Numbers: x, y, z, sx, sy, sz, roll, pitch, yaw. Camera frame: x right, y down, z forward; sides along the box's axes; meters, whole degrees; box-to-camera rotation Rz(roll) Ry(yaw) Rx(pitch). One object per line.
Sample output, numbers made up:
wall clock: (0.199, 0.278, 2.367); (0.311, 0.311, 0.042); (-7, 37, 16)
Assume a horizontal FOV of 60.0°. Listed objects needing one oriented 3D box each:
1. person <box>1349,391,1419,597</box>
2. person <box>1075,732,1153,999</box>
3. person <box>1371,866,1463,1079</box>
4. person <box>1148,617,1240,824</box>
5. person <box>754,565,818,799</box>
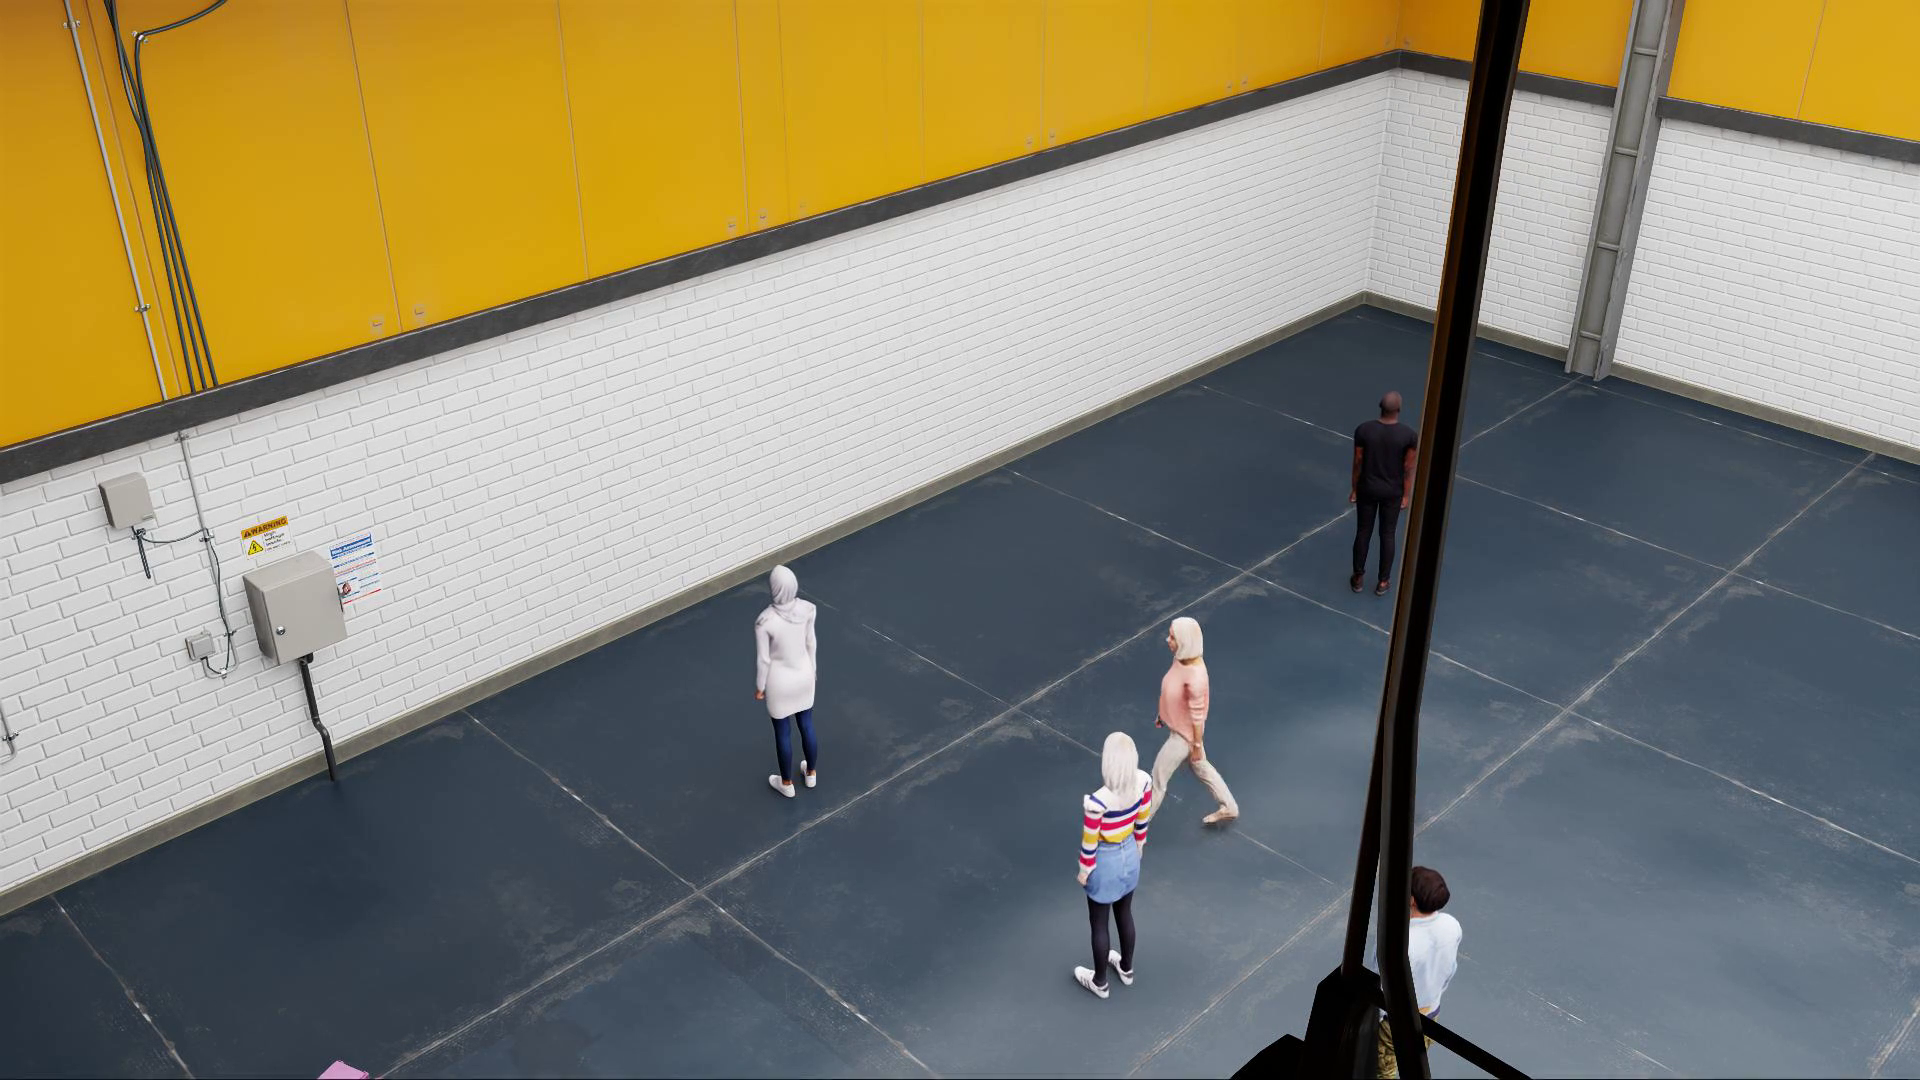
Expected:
person: (3.500, -0.391, 13.870); (0.663, 1.819, 0.805); (10, 30, 17)
person: (0.897, 1.886, 9.705); (0.671, 1.809, 0.547); (-20, 34, -32)
person: (2.322, 2.449, 8.671); (0.737, 1.811, 0.667); (-15, 32, -26)
person: (1.566, 1.260, 10.992); (1.154, 1.674, 1.158); (-2, 29, -5)
person: (-1.172, 0.970, 11.420); (0.656, 1.775, 0.603); (-16, 33, -27)
